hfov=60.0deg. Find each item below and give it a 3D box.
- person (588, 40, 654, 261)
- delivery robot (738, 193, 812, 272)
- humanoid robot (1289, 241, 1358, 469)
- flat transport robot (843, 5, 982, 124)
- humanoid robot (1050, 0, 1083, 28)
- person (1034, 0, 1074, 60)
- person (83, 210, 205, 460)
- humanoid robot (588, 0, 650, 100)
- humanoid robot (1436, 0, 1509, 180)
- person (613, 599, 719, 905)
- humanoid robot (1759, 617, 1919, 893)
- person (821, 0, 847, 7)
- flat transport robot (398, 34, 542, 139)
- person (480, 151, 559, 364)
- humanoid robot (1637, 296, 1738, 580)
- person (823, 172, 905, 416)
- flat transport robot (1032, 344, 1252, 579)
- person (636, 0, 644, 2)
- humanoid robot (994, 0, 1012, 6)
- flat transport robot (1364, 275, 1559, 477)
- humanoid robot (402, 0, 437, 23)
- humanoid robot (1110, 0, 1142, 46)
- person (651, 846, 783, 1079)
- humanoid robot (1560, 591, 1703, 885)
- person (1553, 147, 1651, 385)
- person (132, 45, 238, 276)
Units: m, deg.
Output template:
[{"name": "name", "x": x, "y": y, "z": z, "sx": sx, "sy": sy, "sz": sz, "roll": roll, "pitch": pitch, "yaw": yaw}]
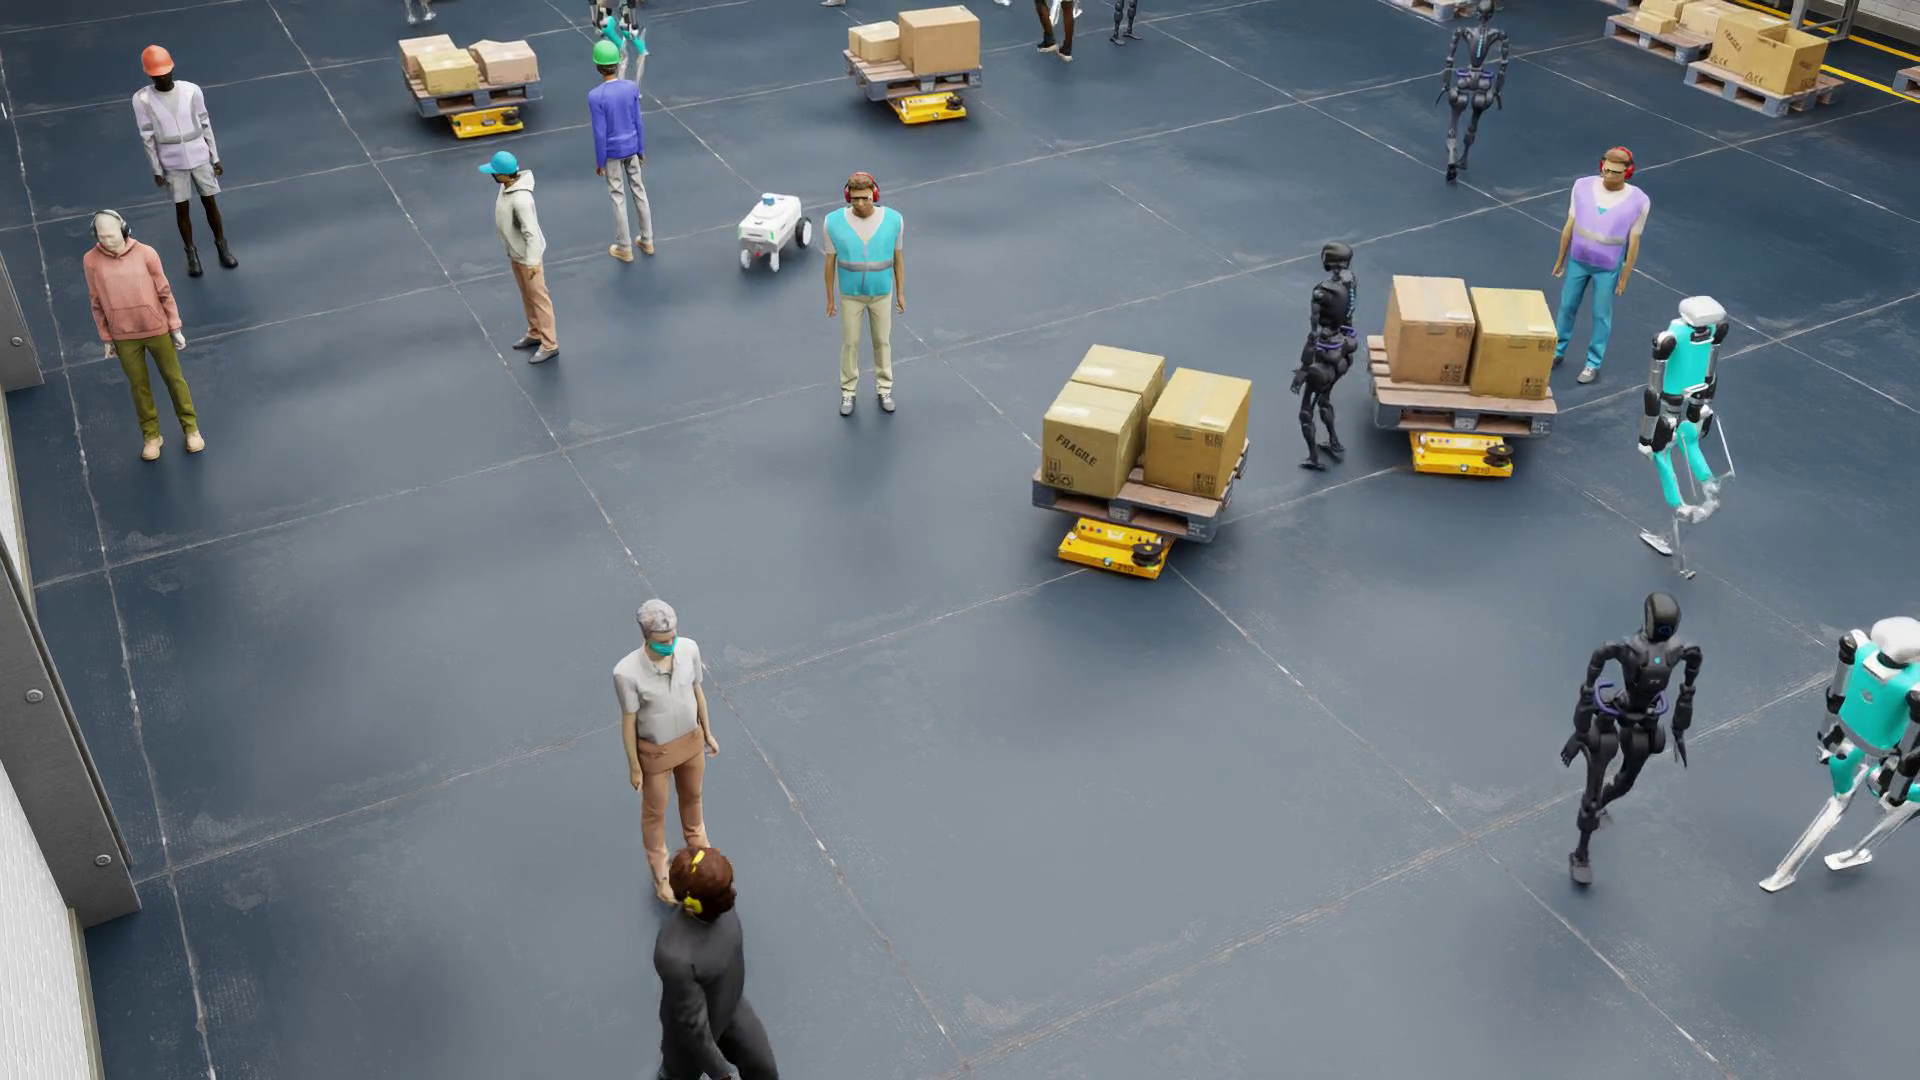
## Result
[{"name": "person", "x": -2.869, "y": -3.266, "z": 13.984, "sx": 0.468, "sy": 1.871, "sz": 0.357, "roll": -26, "pitch": 42, "yaw": -32}, {"name": "delivery robot", "x": -1.623, "y": -2.700, "z": 14.302, "sx": 0.499, "sy": 0.572, "sz": 0.747, "roll": 9, "pitch": 36, "yaw": 13}, {"name": "humanoid robot", "x": 2.483, "y": -1.244, "z": 11.269, "sx": 0.304, "sy": 1.655, "sz": 0.614, "roll": 27, "pitch": 43, "yaw": 33}, {"name": "flat transport robot", "x": -0.491, "y": -4.730, "z": 17.469, "sx": 0.659, "sy": 0.231, "sz": 1.431, "roll": -12, "pitch": 37, "yaw": -16}, {"name": "humanoid robot", "x": 1.263, "y": -6.858, "z": 19.248, "sx": 0.549, "sy": 1.777, "sz": 0.908, "roll": 16, "pitch": 38, "yaw": 21}, {"name": "person", "x": 1.041, "y": -6.262, "z": 18.204, "sx": 0.706, "sy": 1.929, "sz": 0.617, "roll": -17, "pitch": 38, "yaw": -22}, {"name": "person", "x": -5.600, "y": -1.422, "z": 11.383, "sx": 0.521, "sy": 1.833, "sz": 0.372, "roll": -11, "pitch": 37, "yaw": -16}, {"name": "humanoid robot", "x": -3.456, "y": -5.343, "z": 17.101, "sx": 0.535, "sy": 1.832, "sz": 0.708, "roll": 11, "pitch": 37, "yaw": 16}, {"name": "humanoid robot", "x": 4.786, "y": -4.203, "z": 15.503, "sx": 0.610, "sy": 1.631, "sz": 0.616, "roll": 7, "pitch": 36, "yaw": 10}, {"name": "person", "x": -1.396, "y": 1.000, "z": 8.004, "sx": 0.468, "sy": 1.741, "sz": 0.321, "roll": -26, "pitch": 42, "yaw": -32}, {"name": "humanoid robot", "x": 4.460, "y": 1.047, "z": 7.968, "sx": 0.828, "sy": 1.777, "sz": 0.549, "roll": -13, "pitch": 37, "yaw": -18}, {"name": "person", "x": -1.469, "y": -7.336, "z": 19.734, "sx": 0.412, "sy": 1.938, "sz": 0.565, "roll": 6, "pitch": 35, "yaw": 8}, {"name": "flat transport robot", "x": -4.989, "y": -4.493, "z": 17.130, "sx": 0.659, "sy": 0.231, "sz": 1.431, "roll": -15, "pitch": 38, "yaw": -20}, {"name": "person", "x": -3.302, "y": -2.134, "z": 12.538, "sx": 0.372, "sy": 1.673, "sz": 0.464, "roll": -20, "pitch": 40, "yaw": -26}, {"name": "humanoid robot", "x": 4.556, "y": -0.533, "z": 10.293, "sx": 0.547, "sy": 1.895, "sz": 0.771, "roll": -15, "pitch": 38, "yaw": -20}, {"name": "person", "x": -0.676, "y": -1.764, "z": 11.860, "sx": 0.569, "sy": 1.842, "sz": 0.373, "roll": -5, "pitch": 35, "yaw": -7}, {"name": "flat transport robot", "x": 1.191, "y": -0.260, "z": 11.086, "sx": 0.659, "sy": 0.231, "sz": 1.431, "roll": 13, "pitch": 37, "yaw": 17}, {"name": "person", "x": -4.128, "y": -7.263, "z": 19.873, "sx": 0.812, "sy": 1.667, "sz": 0.536, "roll": 21, "pitch": 40, "yaw": 27}, {"name": "humanoid robot", "x": 0.473, "y": -7.257, "z": 19.778, "sx": 0.759, "sy": 1.771, "sz": 0.531, "roll": 18, "pitch": 39, "yaw": 24}, {"name": "flat transport robot", "x": 3.557, "y": -0.922, "z": 12.032, "sx": 0.659, "sy": 0.231, "sz": 1.431, "roll": 4, "pitch": 35, "yaw": 5}, {"name": "humanoid robot", "x": -6.322, "y": -6.724, "z": 18.919, "sx": 0.533, "sy": 1.677, "sz": 0.735, "roll": -3, "pitch": 35, "yaw": -5}, {"name": "humanoid robot", "x": 1.940, "y": -6.433, "z": 18.662, "sx": 0.599, "sy": 1.657, "sz": 0.315, "roll": -27, "pitch": 43, "yaw": -33}, {"name": "person", "x": -0.928, "y": 1.928, "z": 6.597, "sx": 0.973, "sy": 1.830, "sz": 0.492, "roll": 15, "pitch": 38, "yaw": 20}, {"name": "humanoid robot", "x": 3.291, "y": 0.928, "z": 8.193, "sx": 0.601, "sy": 1.663, "sz": 0.621, "roll": 1, "pitch": 35, "yaw": 1}, {"name": "person", "x": 4.694, "y": -2.037, "z": 12.266, "sx": 0.560, "sy": 1.834, "sz": 0.406, "roll": 28, "pitch": 44, "yaw": 34}, {"name": "person", "x": -6.394, "y": -3.130, "z": 13.732, "sx": 0.549, "sy": 1.935, "sz": 0.373, "roll": -21, "pitch": 40, "yaw": -27}]
